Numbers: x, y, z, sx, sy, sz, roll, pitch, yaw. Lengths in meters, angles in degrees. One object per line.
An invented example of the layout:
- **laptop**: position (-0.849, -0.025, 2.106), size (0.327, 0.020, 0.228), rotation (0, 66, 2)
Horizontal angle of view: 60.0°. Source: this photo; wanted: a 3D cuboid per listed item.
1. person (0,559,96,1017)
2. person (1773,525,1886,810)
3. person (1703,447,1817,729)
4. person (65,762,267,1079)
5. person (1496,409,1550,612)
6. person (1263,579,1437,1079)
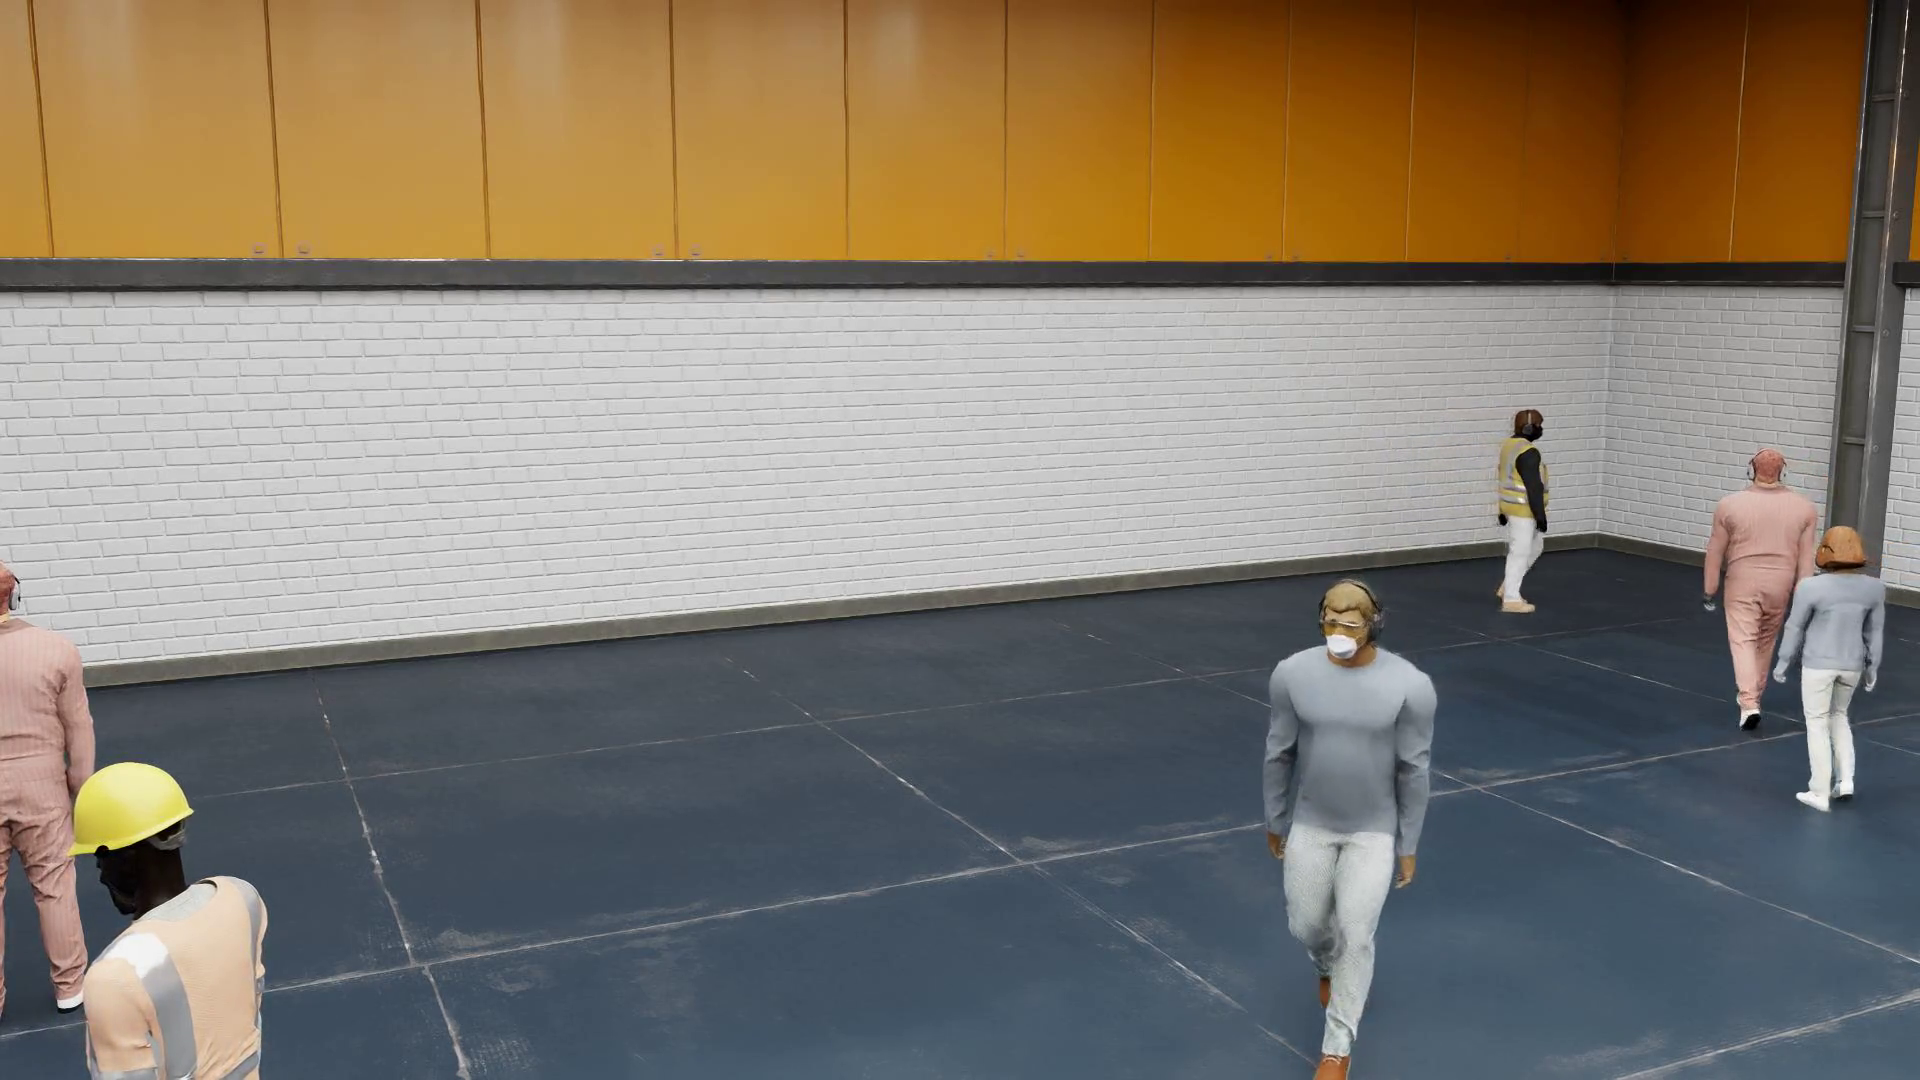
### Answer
- **person**: position (-3.843, 1.008, 6.717), size (0.649, 1.913, 0.409), rotation (-5, 10, -28)
- **person**: position (4.898, 0.720, 9.399), size (0.511, 1.620, 0.341), rotation (-1, 9, -4)
- **person**: position (5.361, 0.313, 11.169), size (0.653, 1.871, 0.959), rotation (2, 9, 12)
- **person**: position (-1.850, 1.455, 3.923), size (0.379, 1.918, 0.585), rotation (1, 9, 6)
- **person**: position (5.016, -0.251, 14.782), size (0.452, 1.826, 0.640), rotation (1, 9, 8)
- **person**: position (1.475, 1.071, 6.329), size (0.634, 1.918, 0.685), rotation (4, 10, 25)
